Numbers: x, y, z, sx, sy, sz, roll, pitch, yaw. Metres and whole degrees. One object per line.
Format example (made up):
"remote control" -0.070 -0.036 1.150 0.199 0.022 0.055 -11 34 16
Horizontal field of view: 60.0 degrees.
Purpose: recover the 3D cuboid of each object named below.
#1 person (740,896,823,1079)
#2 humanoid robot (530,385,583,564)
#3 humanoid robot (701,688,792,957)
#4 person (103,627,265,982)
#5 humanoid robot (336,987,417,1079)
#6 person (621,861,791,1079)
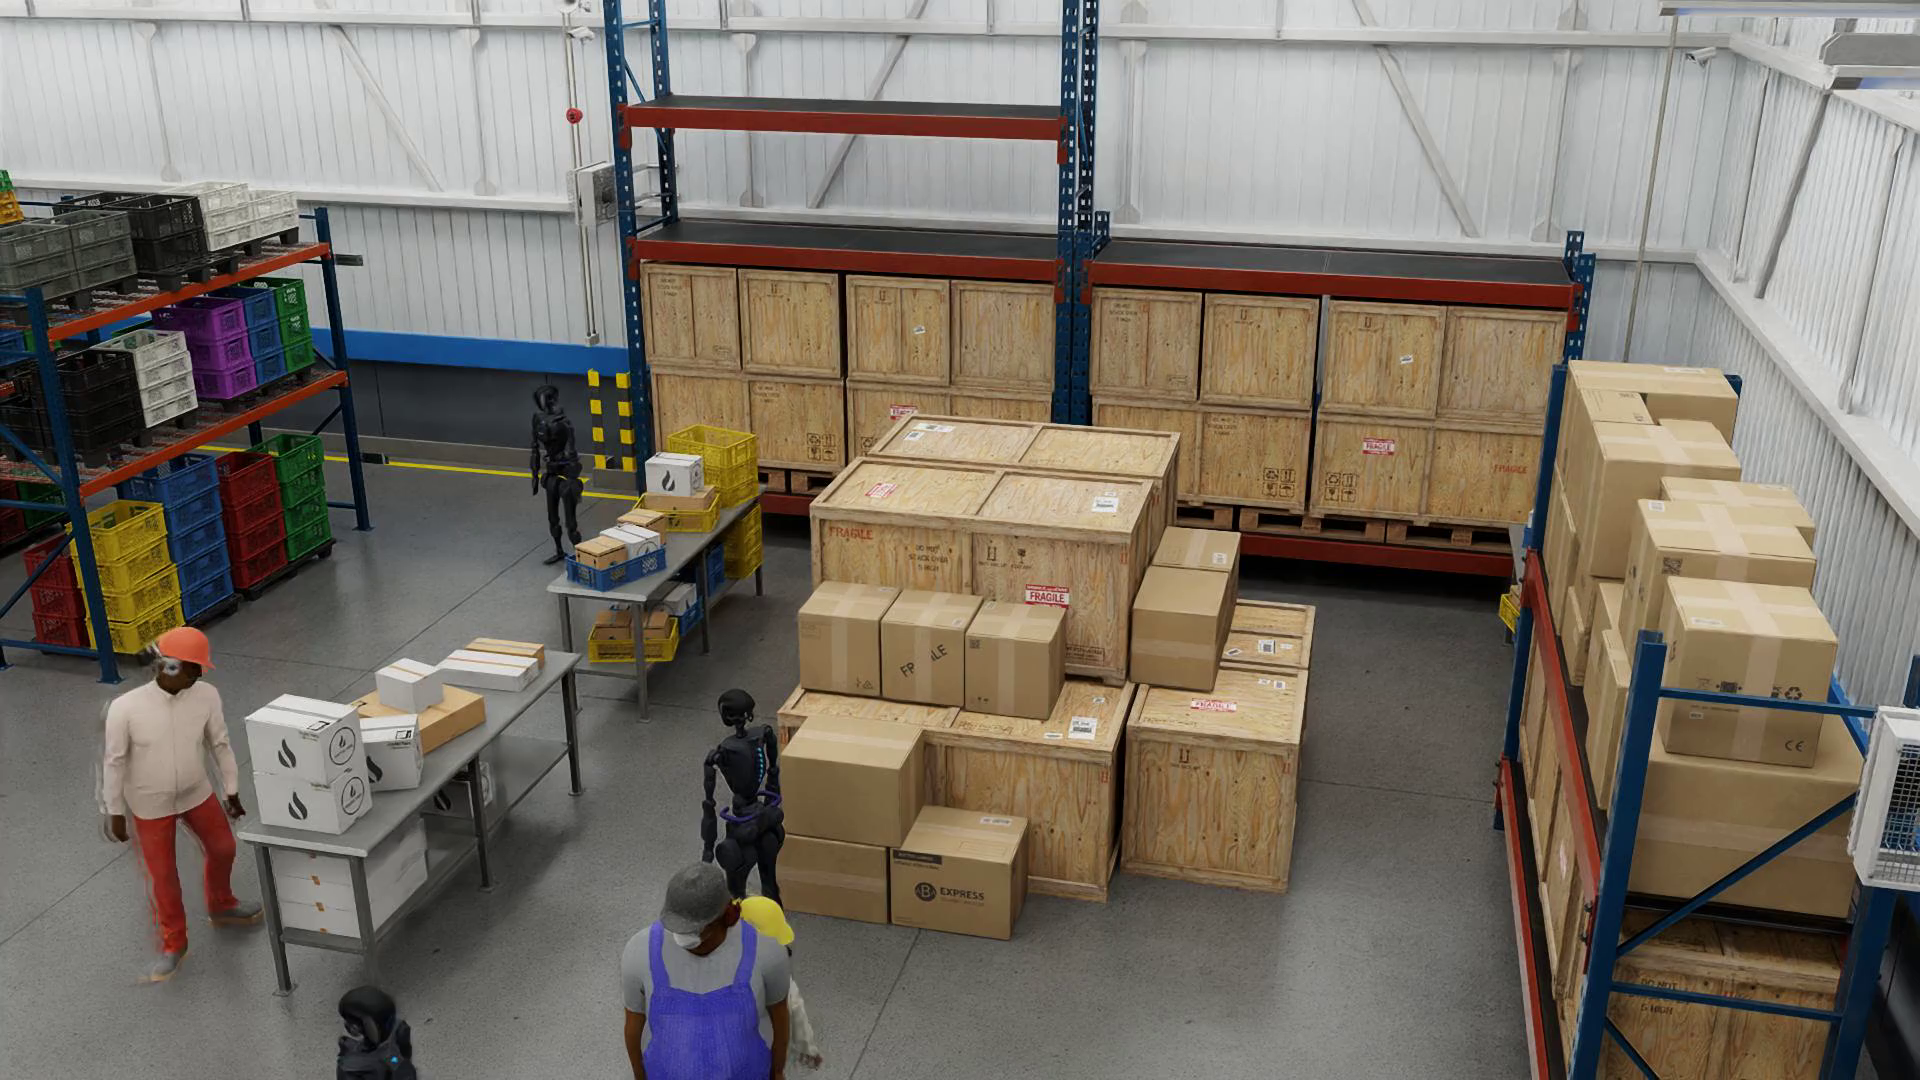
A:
"person" -0.789 2.271 7.019 0.429 1.756 0.551 6 22 16
"humanoid robot" -3.499 -0.552 14.513 0.602 1.649 0.325 15 25 33
"humanoid robot" -1.148 1.564 8.975 0.308 1.652 0.579 16 26 35
"person" -4.251 1.405 9.039 0.390 1.943 0.732 19 28 40
"humanoid robot" -2.271 2.475 6.578 0.315 1.657 0.611 4 21 10
"person" -1.020 2.203 6.805 0.680 2.000 0.537 -2 21 -6
